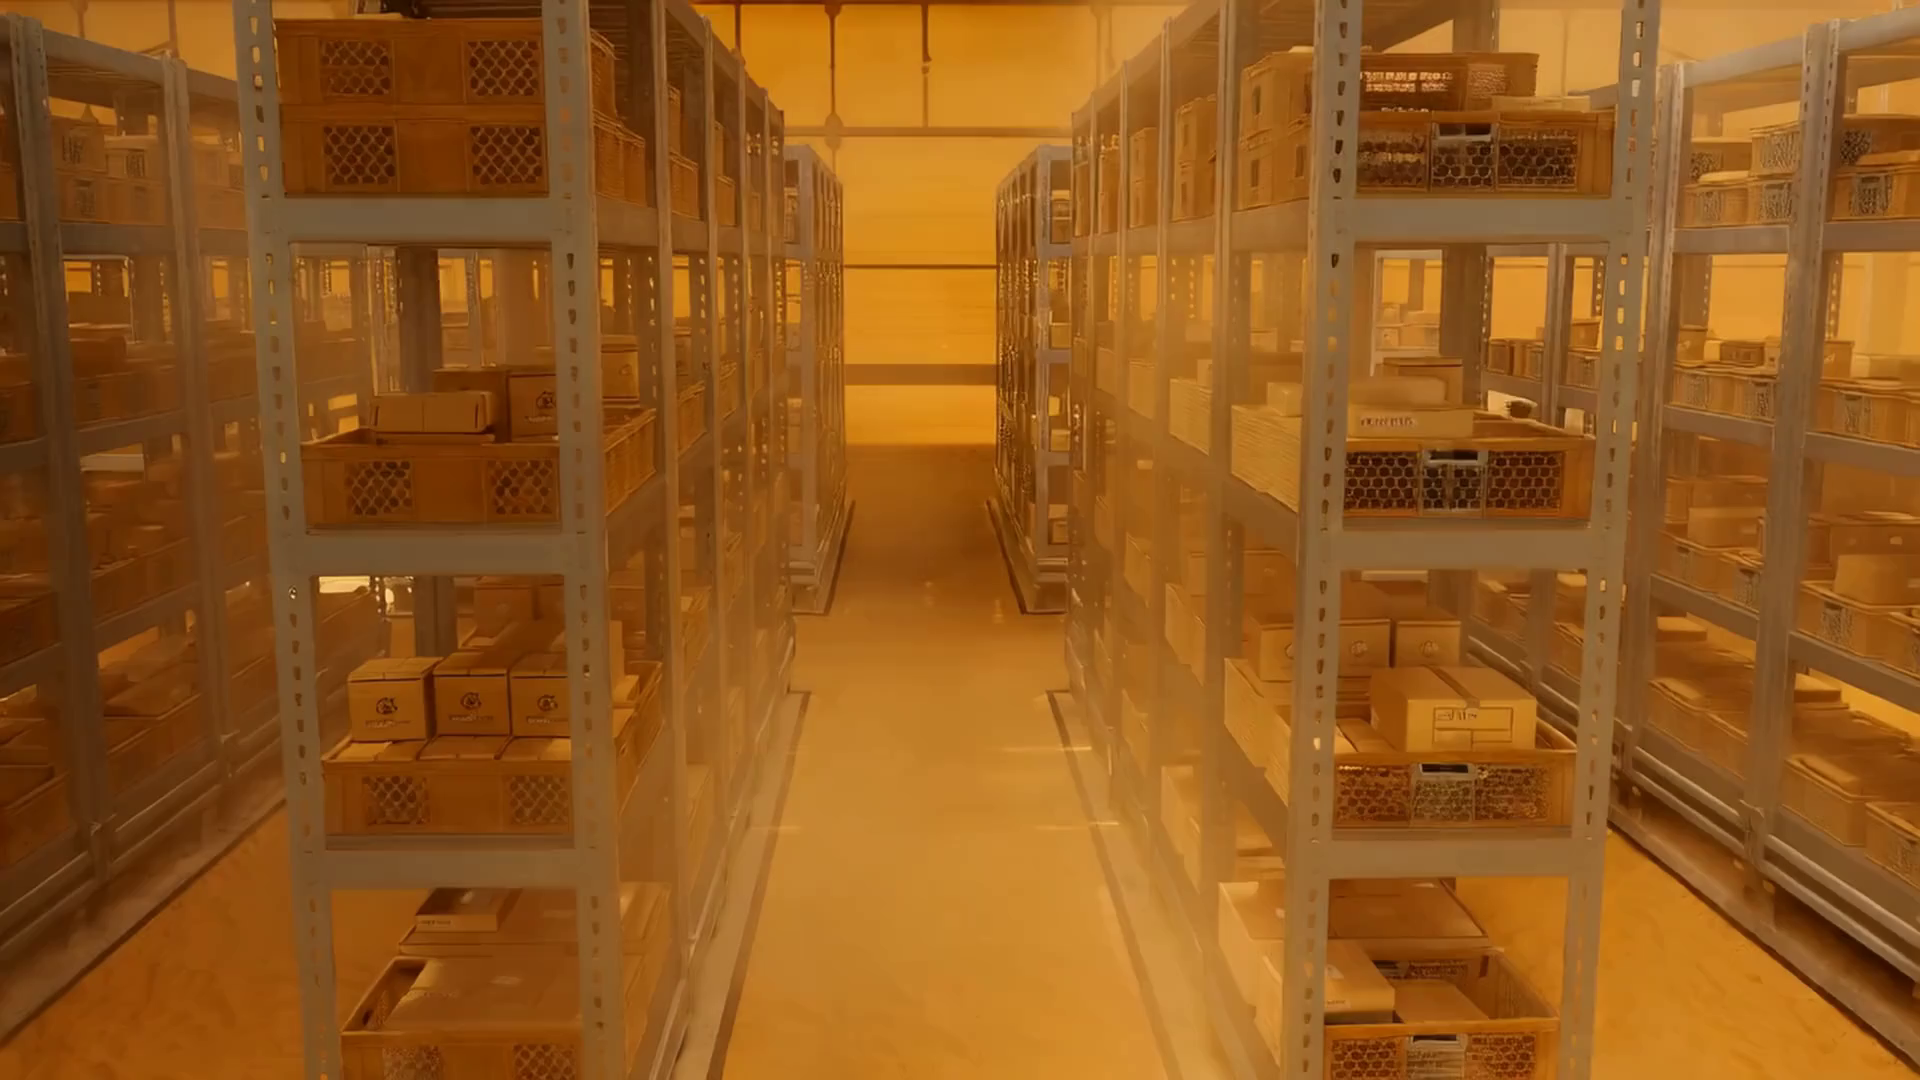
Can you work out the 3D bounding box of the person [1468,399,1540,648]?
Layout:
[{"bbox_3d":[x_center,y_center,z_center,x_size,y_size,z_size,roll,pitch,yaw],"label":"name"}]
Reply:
[{"bbox_3d":[3.727,-0.046,11.218,0.952,1.799,0.572,-2,10,-12],"label":"person"}]
